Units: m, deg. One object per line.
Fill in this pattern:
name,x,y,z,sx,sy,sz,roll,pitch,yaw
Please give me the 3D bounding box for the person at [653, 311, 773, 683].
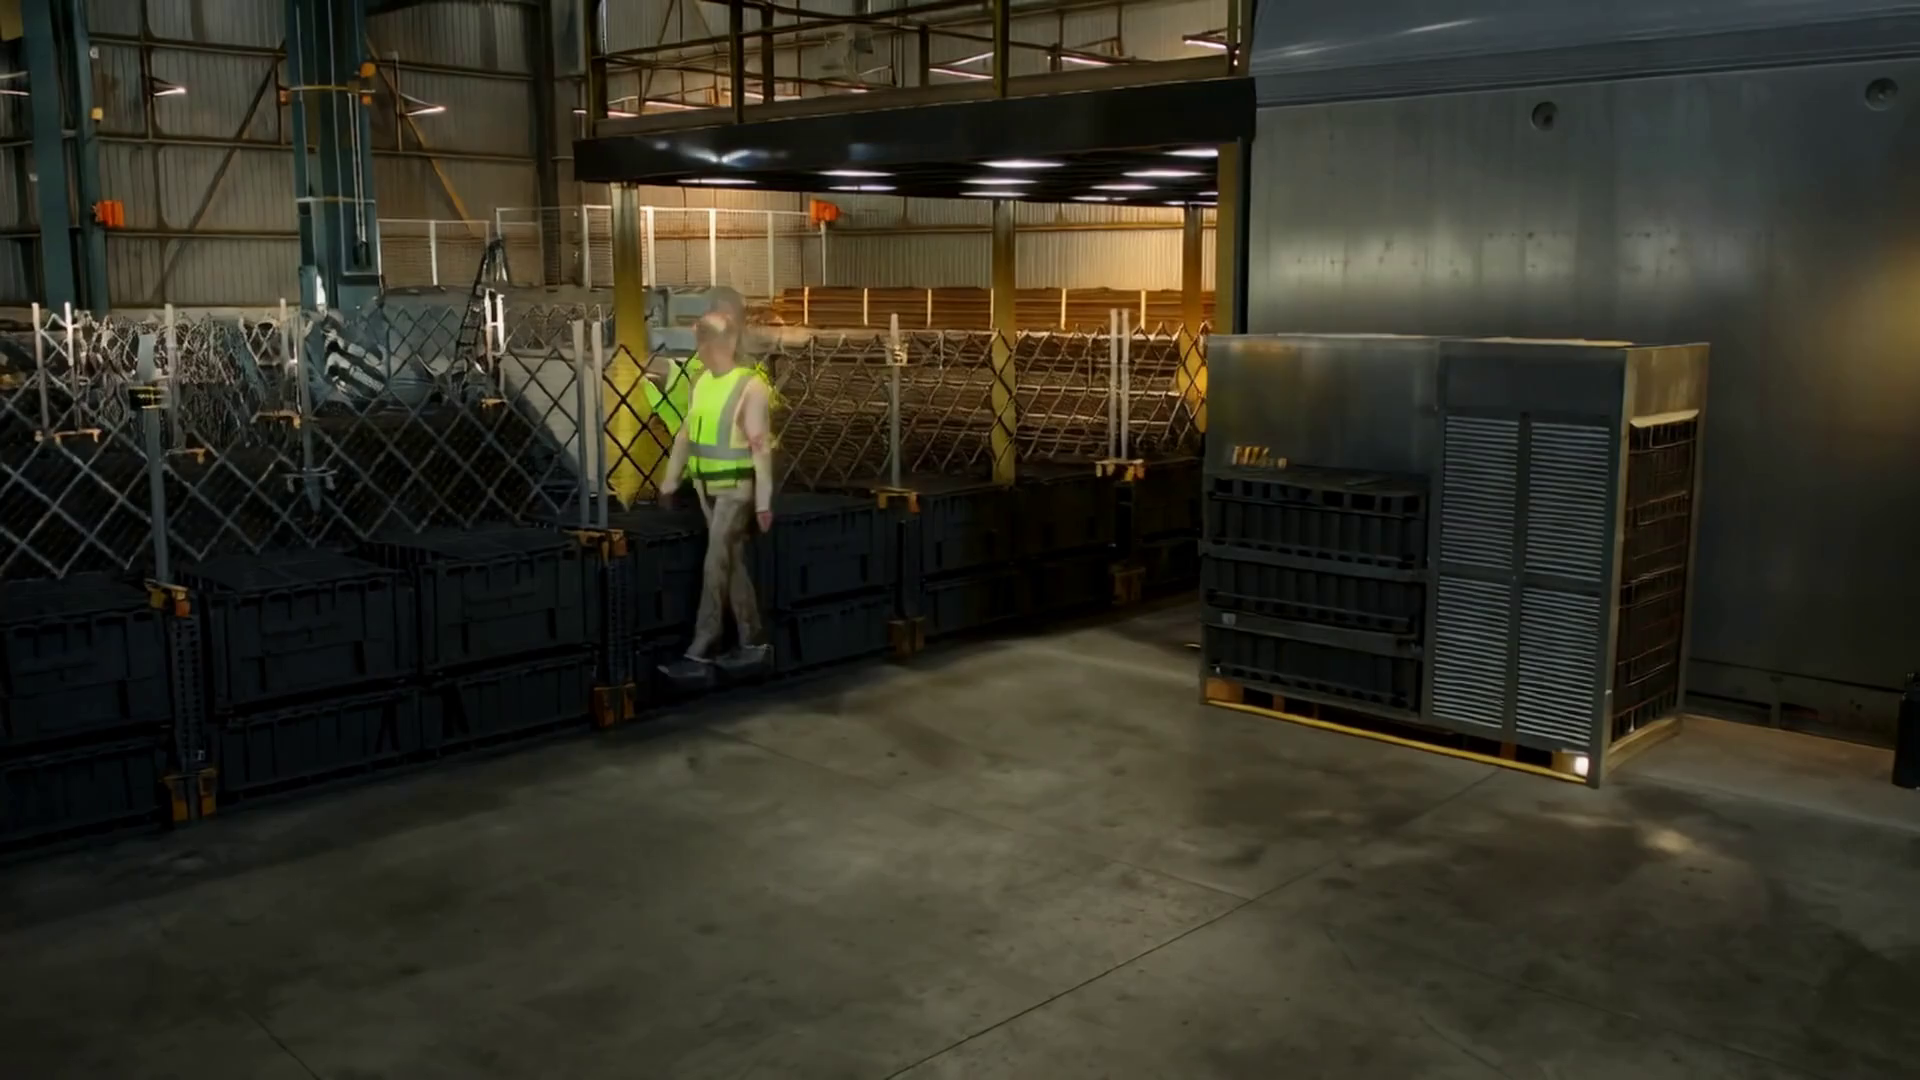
person,-1.280,-0.221,8.431,0.779,1.849,0.594,-8,12,-39
